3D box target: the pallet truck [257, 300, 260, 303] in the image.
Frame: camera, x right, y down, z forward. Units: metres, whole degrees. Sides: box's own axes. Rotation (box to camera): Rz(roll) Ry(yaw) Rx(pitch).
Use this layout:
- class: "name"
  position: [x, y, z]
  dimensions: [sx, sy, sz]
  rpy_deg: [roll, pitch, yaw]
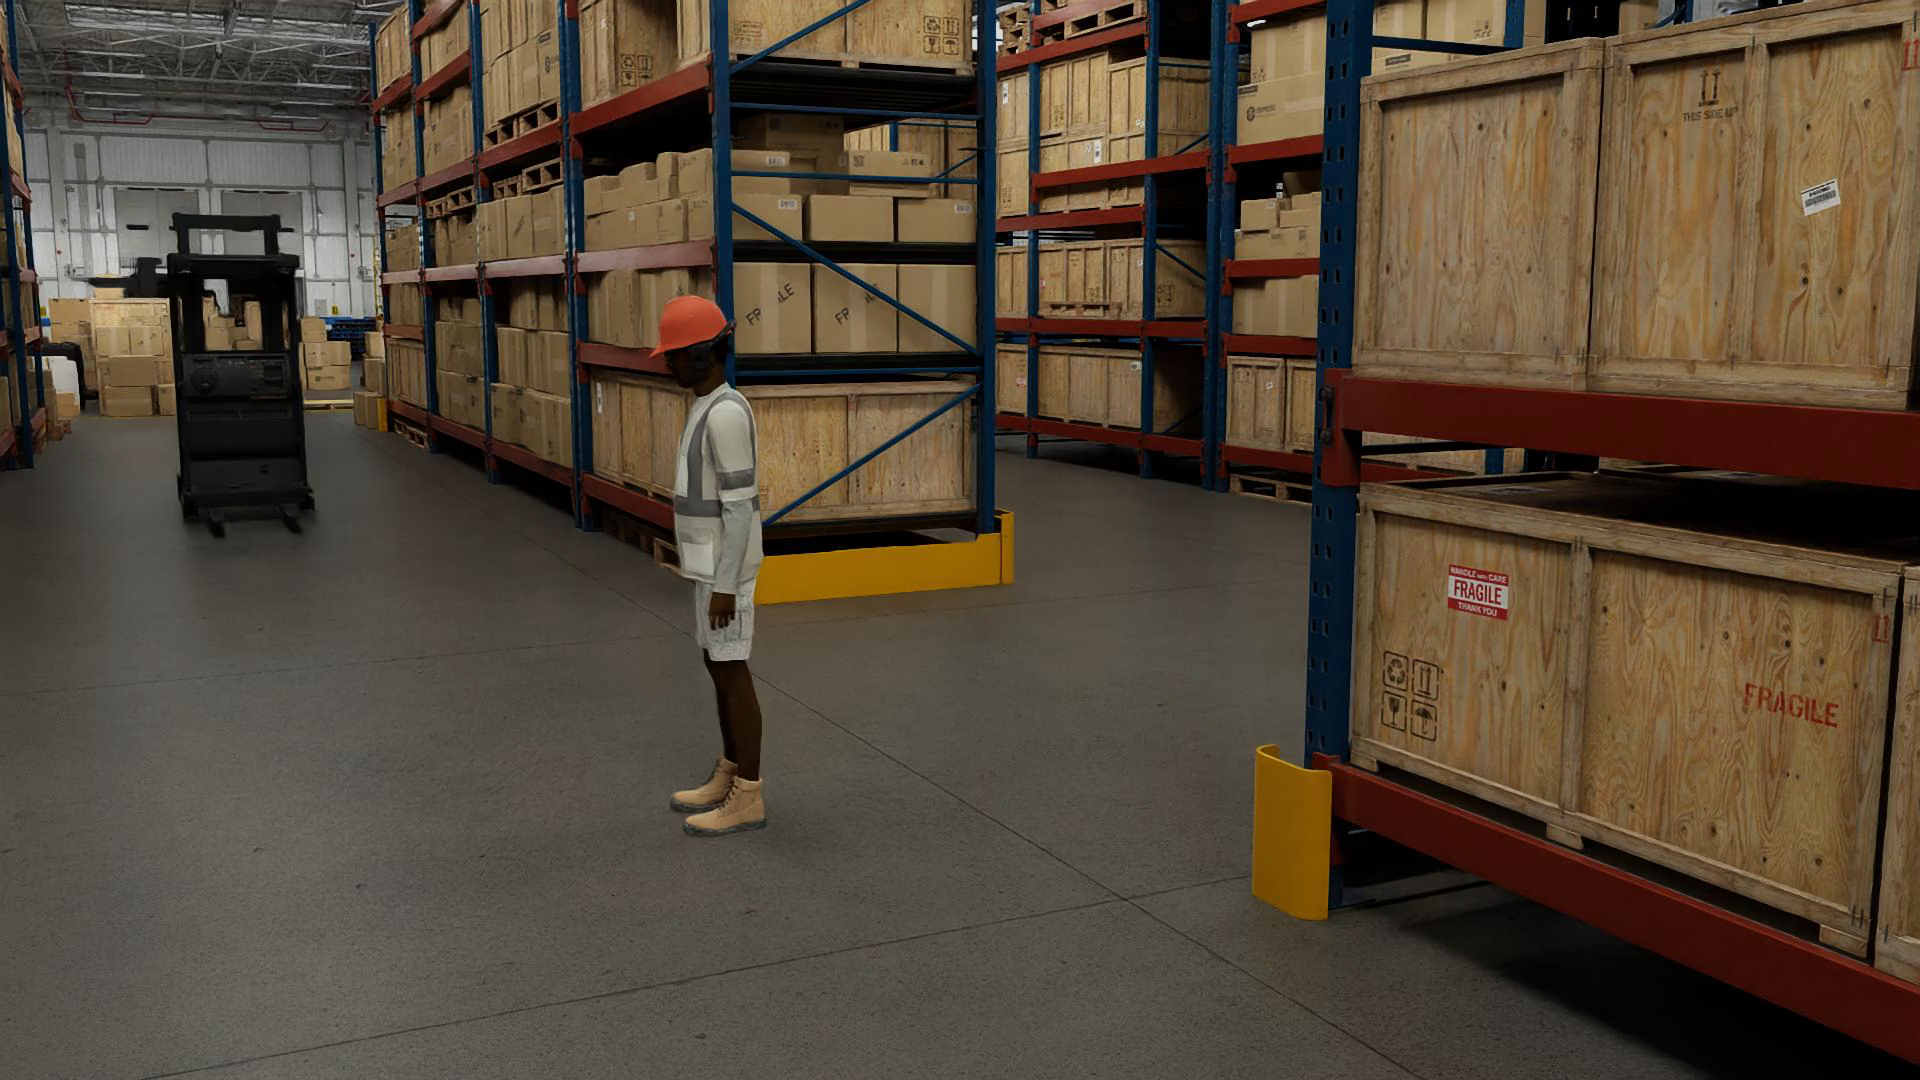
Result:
- class: "pallet truck"
  position: [-23.913, -7.404, 58.171]
  dimensions: [1.885, 1.965, 0.823]
  rpy_deg: [-1, 8, -9]

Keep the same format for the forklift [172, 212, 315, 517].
- class: "forklift"
  position: [-6.958, -1.721, 15.956]
  dimensions: [1.129, 2.768, 1.873]
  rpy_deg: [-4, 9, -26]

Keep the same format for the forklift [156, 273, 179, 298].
- class: "forklift"
  position: [-25.114, -7.030, 52.567]
  dimensions: [1.873, 2.768, 1.129]
  rpy_deg: [6, 10, 37]

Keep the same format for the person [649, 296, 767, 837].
- class: "person"
  position: [-0.950, 0.103, 6.293]
  dimensions: [0.407, 2.031, 0.610]
  rpy_deg: [-2, 9, -15]

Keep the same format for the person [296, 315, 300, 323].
- class: "person"
  position: [-18.473, -5.579, 45.933]
  dimensions: [0.875, 1.910, 0.637]
  rpy_deg: [6, 10, 35]

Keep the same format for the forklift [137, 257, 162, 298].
- class: "forklift"
  position: [-15.871, -4.143, 32.656]
  dimensions: [1.873, 2.768, 1.129]
  rpy_deg: [-4, 9, -27]
